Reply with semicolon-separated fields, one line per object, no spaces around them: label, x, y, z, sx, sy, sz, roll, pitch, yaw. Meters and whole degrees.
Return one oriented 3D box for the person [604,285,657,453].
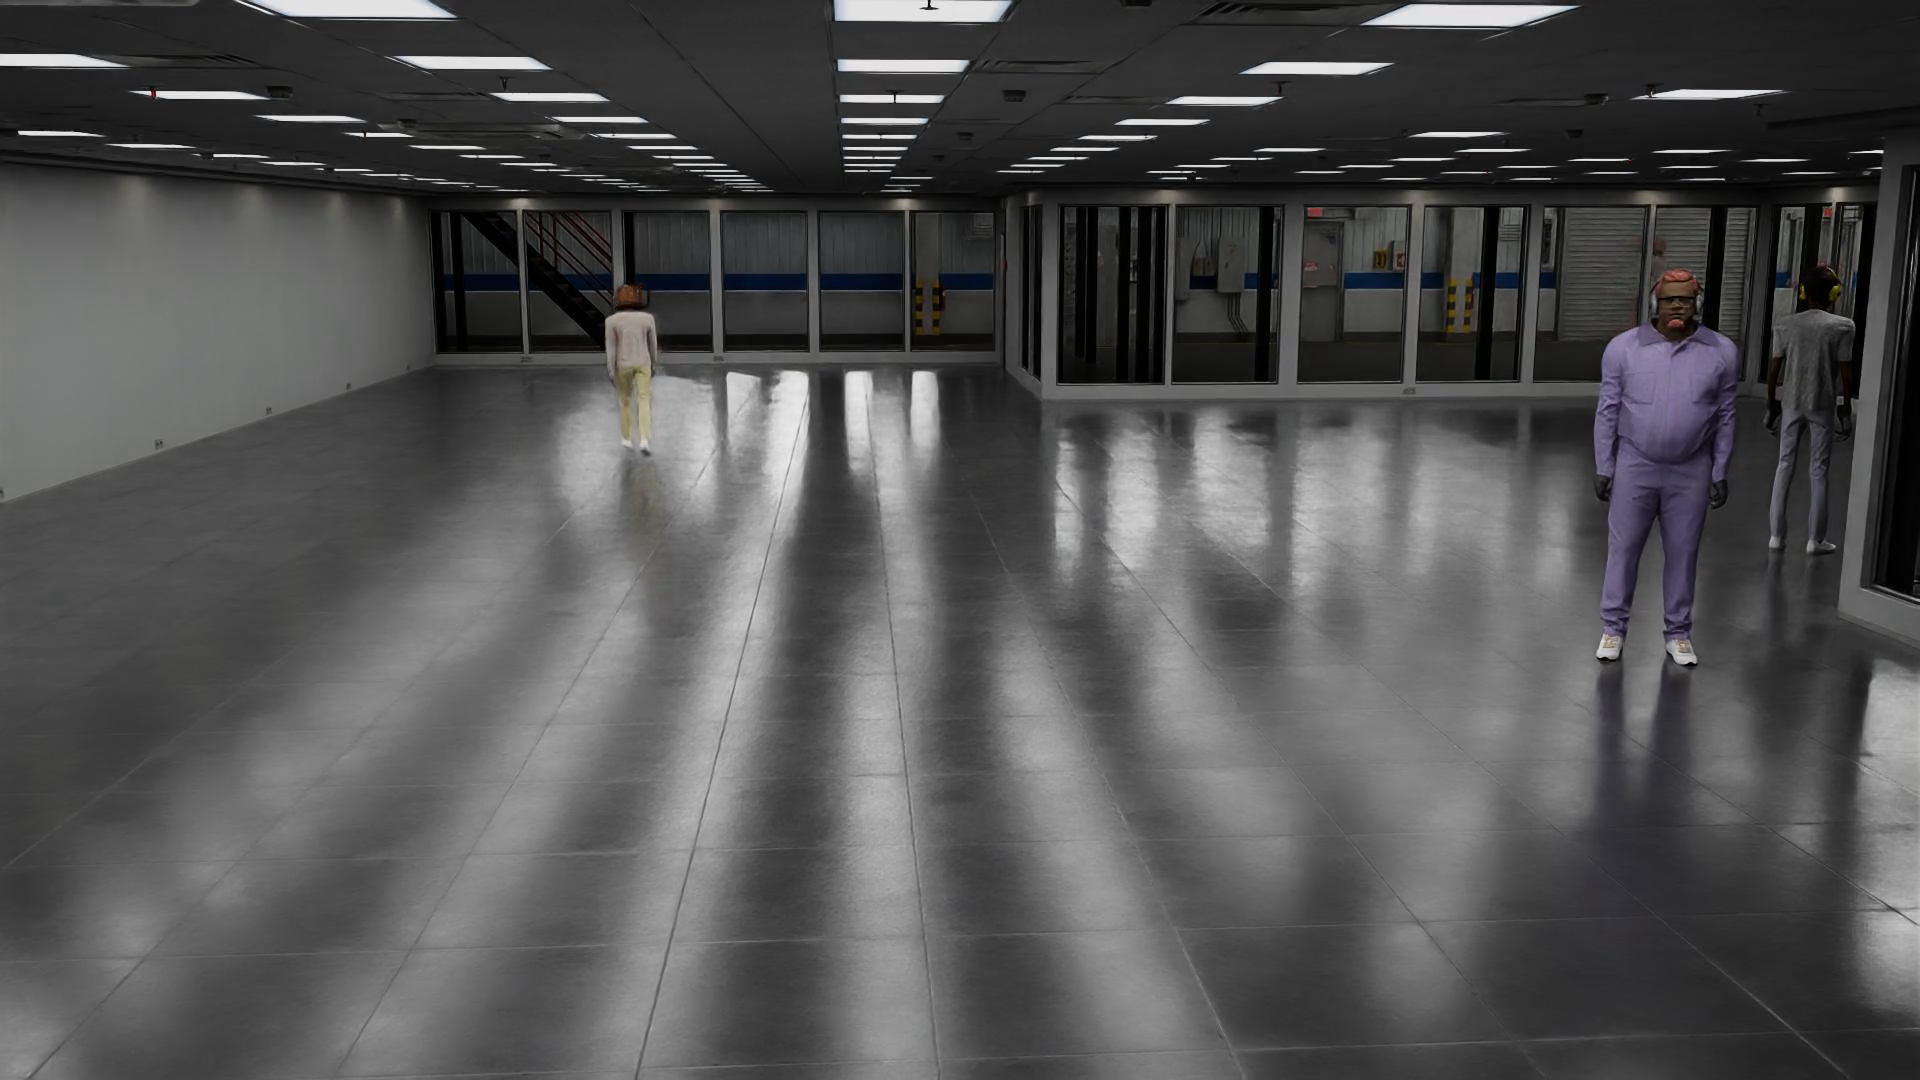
person;-3.119;-1.634;15.849;0.502;1.591;0.858;-3;11;-16

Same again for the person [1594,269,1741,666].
person;3.399;-0.344;8.044;0.642;1.909;0.409;3;11;15

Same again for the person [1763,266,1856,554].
person;5.527;-0.838;10.829;0.532;1.865;0.310;9;14;40
